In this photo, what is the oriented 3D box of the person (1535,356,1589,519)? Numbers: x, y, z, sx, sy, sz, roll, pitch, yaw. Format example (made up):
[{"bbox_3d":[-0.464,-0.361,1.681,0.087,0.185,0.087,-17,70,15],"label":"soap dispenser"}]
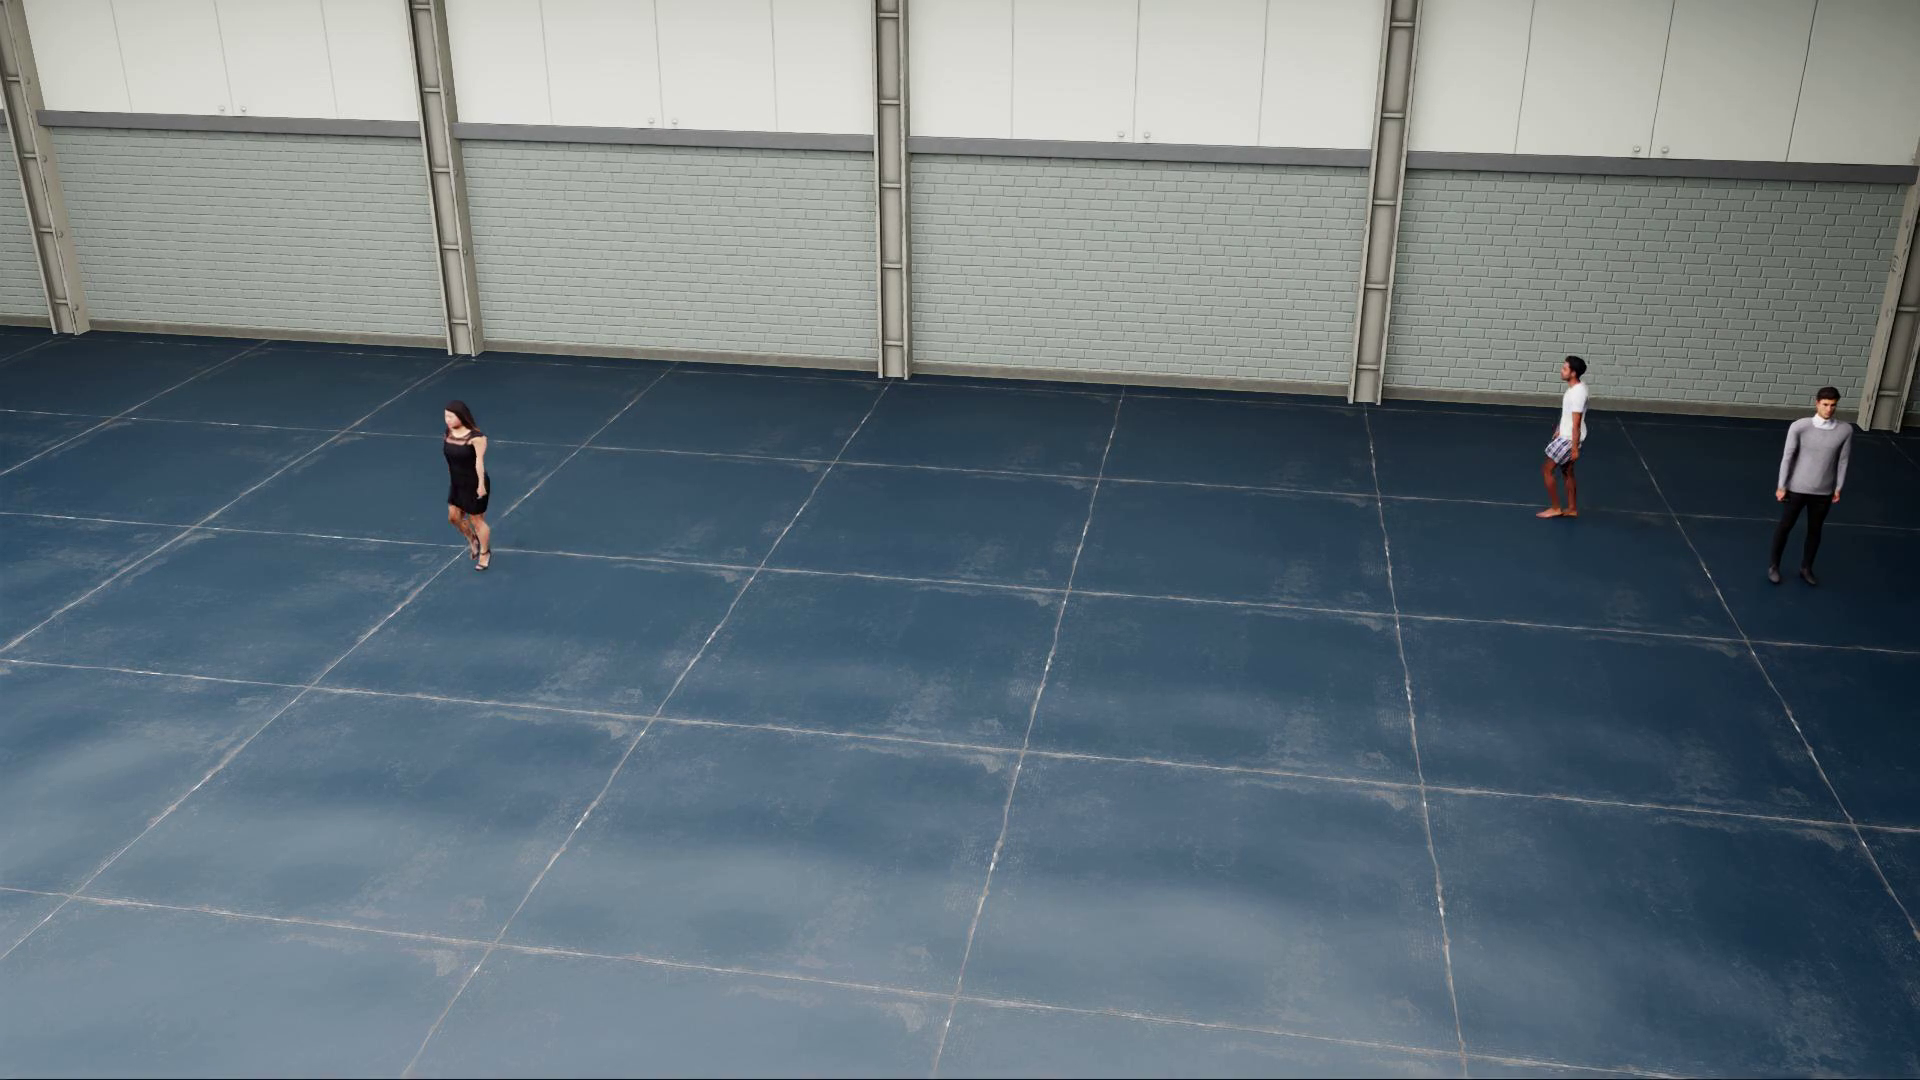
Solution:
[{"bbox_3d":[6.295,-1.020,16.922,0.703,1.710,0.687,9,25,20],"label":"person"}]

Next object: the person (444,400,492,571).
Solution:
[{"bbox_3d":[-4.597,-0.531,15.779,0.671,1.704,0.791,12,26,25],"label":"person"}]

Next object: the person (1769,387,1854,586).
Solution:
[{"bbox_3d":[7.904,-0.516,15.470,0.526,1.918,0.786,5,24,11],"label":"person"}]
